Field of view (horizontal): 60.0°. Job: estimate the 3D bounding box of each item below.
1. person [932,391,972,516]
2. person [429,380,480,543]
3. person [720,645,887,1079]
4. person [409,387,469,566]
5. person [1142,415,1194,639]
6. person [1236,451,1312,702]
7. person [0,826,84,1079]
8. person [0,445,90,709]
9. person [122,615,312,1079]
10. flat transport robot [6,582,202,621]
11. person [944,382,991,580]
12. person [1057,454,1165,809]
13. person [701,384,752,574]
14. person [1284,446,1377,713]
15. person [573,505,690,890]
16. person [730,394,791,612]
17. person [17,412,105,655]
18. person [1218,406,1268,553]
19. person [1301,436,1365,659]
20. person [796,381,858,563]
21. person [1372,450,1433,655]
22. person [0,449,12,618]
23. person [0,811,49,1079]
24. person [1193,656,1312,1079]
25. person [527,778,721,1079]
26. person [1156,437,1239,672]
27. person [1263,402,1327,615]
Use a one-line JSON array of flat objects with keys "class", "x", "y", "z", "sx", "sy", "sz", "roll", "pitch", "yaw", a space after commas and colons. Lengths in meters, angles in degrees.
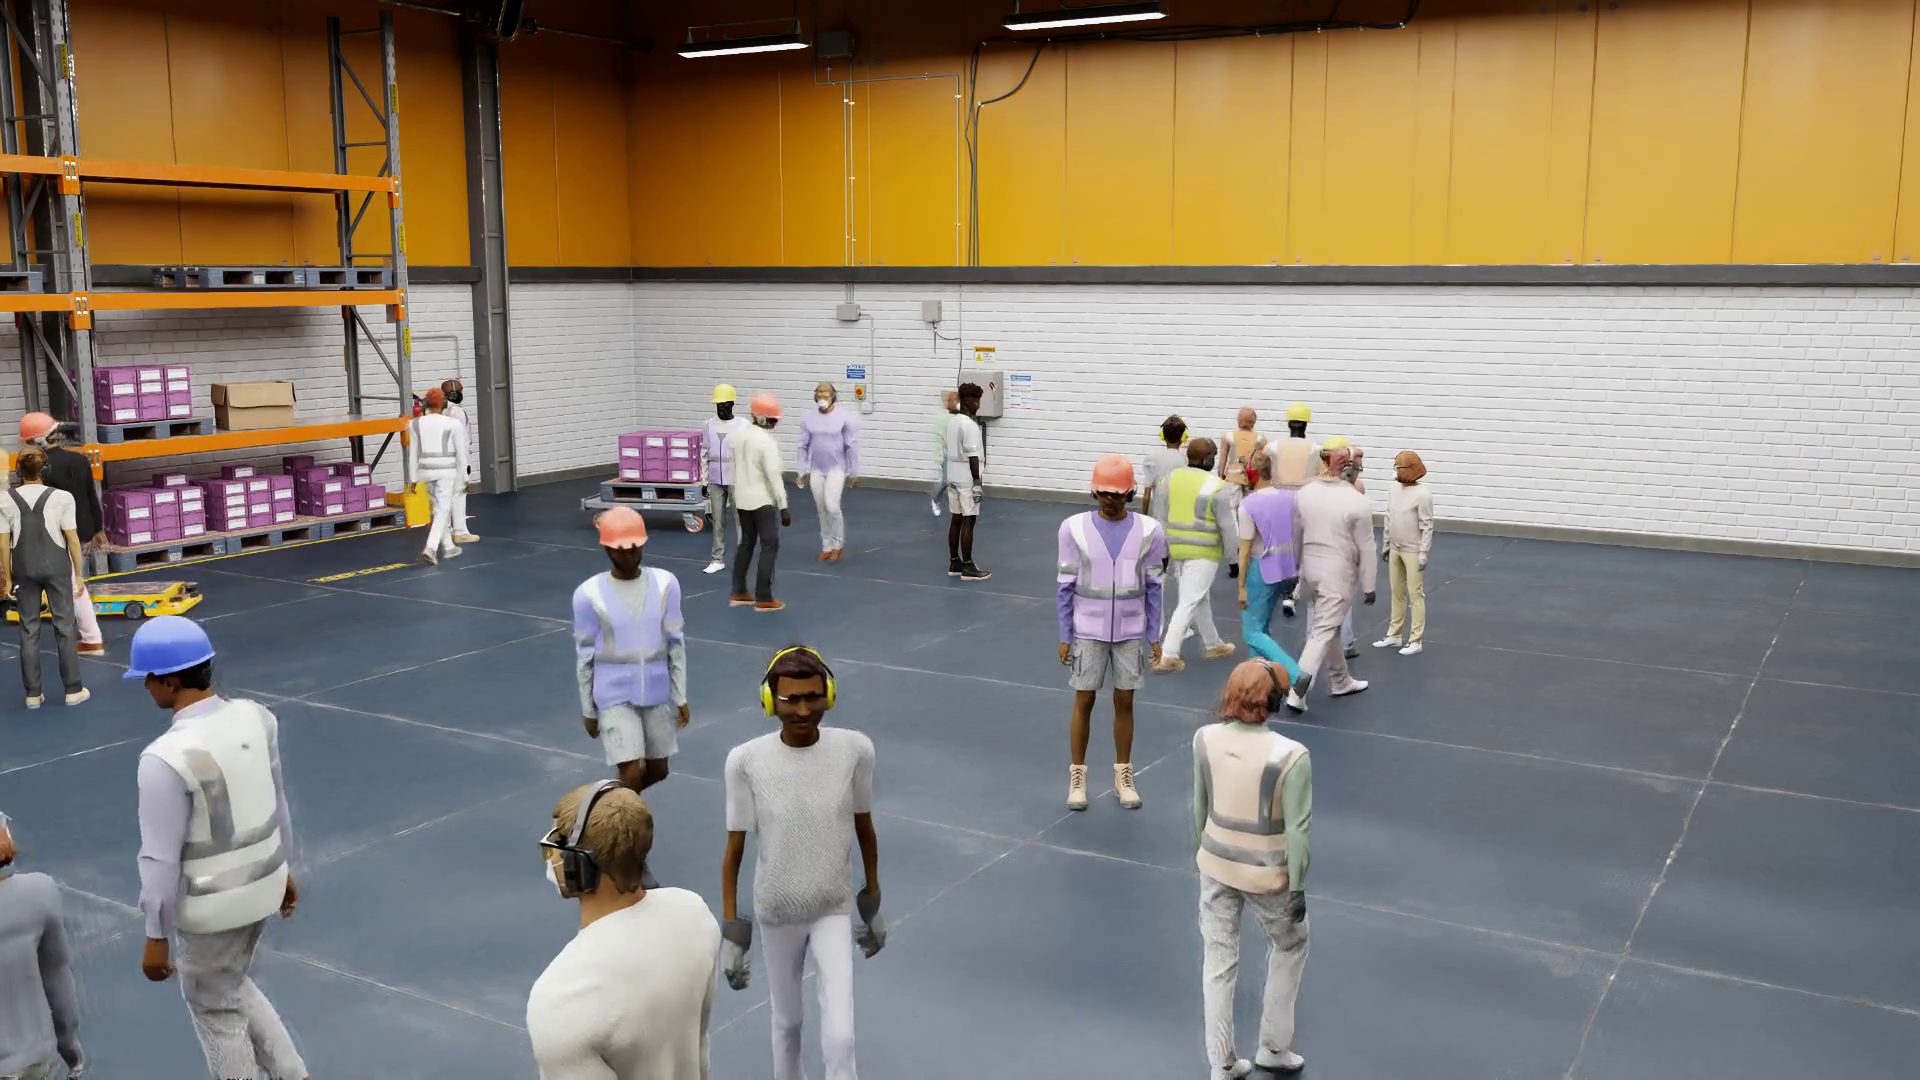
[{"class": "person", "x": -0.098, "y": -1.053, "z": 20.538, "sx": 0.502, "sy": 1.610, "sz": 0.751, "roll": -5, "pitch": 11, "yaw": -30}, {"class": "person", "x": -5.721, "y": -0.891, "z": 18.806, "sx": 0.633, "sy": 1.841, "sz": 0.429, "roll": 8, "pitch": 12, "yaw": 41}, {"class": "person", "x": -0.489, "y": 1.266, "z": 5.357, "sx": 0.565, "sy": 1.828, "sz": 0.868, "roll": -2, "pitch": 9, "yaw": -10}, {"class": "person", "x": -5.479, "y": -0.671, "z": 17.420, "sx": 0.591, "sy": 1.855, "sz": 0.939, "roll": 1, "pitch": 9, "yaw": 8}, {"class": "person", "x": 1.752, "y": -0.102, "z": 13.857, "sx": 0.552, "sy": 1.868, "sz": 0.443, "roll": 1, "pitch": 9, "yaw": 9}, {"class": "person", "x": 2.176, "y": 0.287, "z": 11.557, "sx": 0.584, "sy": 1.814, "sz": 0.694, "roll": -9, "pitch": 13, "yaw": -44}, {"class": "person", "x": -2.693, "y": 1.497, "z": 4.705, "sx": 0.871, "sy": 1.587, "sz": 0.506, "roll": 3, "pitch": 9, "yaw": 16}, {"class": "person", "x": -6.405, "y": 0.258, "z": 11.621, "sx": 0.508, "sy": 1.846, "sz": 0.342, "roll": -3, "pitch": 10, "yaw": -18}, {"class": "person", "x": -2.492, "y": 1.189, "z": 5.553, "sx": 0.461, "sy": 1.924, "sz": 0.634, "roll": 1, "pitch": 9, "yaw": 8}, {"class": "flat transport robot", "x": -7.592, "y": 0.534, "z": 14.793, "sx": 1.431, "sy": 0.197, "sz": 0.652, "roll": -2, "pitch": 9, "yaw": -9}, {"class": "person", "x": 0.065, "y": -0.587, "z": 16.537, "sx": 0.376, "sy": 1.959, "sz": 0.603, "roll": -4, "pitch": 10, "yaw": -25}, {"class": "person", "x": 0.852, "y": 0.521, "z": 9.398, "sx": 0.608, "sy": 2.033, "sz": 0.404, "roll": 0, "pitch": 9, "yaw": -3}, {"class": "person", "x": -2.350, "y": -0.610, "z": 16.782, "sx": 0.585, "sy": 1.927, "sz": 0.366, "roll": 3, "pitch": 10, "yaw": 17}, {"class": "person", "x": 2.573, "y": 0.266, "z": 11.573, "sx": 0.982, "sy": 1.858, "sz": 0.665, "roll": -7, "pitch": 11, "yaw": -36}, {"class": "person", "x": -1.669, "y": 0.750, "z": 8.351, "sx": 0.548, "sy": 1.909, "sz": 0.753, "roll": -5, "pitch": 11, "yaw": -31}, {"class": "person", "x": -1.817, "y": -0.331, "z": 14.972, "sx": 0.393, "sy": 1.948, "sz": 0.666, "roll": -7, "pitch": 11, "yaw": -37}, {"class": "person", "x": -7.112, "y": -0.039, "z": 13.115, "sx": 0.622, "sy": 1.956, "sz": 0.634, "roll": 2, "pitch": 9, "yaw": 14}, {"class": "person", "x": 3.029, "y": -0.620, "z": 17.810, "sx": 0.521, "sy": 1.615, "sz": 0.667, "roll": 1, "pitch": 9, "yaw": 5}, {"class": "person", "x": 2.935, "y": 0.061, "z": 13.114, "sx": 0.523, "sy": 1.763, "sz": 0.329, "roll": 5, "pitch": 10, "yaw": 27}, {"class": "person", "x": -1.388, "y": -0.695, "z": 17.348, "sx": 0.627, "sy": 1.920, "sz": 0.609, "roll": 4, "pitch": 10, "yaw": 23}, {"class": "person", "x": 3.561, "y": 0.096, "z": 13.292, "sx": 0.285, "sy": 1.632, "sz": 0.499, "roll": -4, "pitch": 10, "yaw": -24}, {"class": "person", "x": -8.486, "y": -0.202, "z": 14.331, "sx": 0.581, "sy": 1.903, "sz": 0.921, "roll": 0, "pitch": 9, "yaw": -3}, {"class": "person", "x": -3.248, "y": 1.259, "z": 5.479, "sx": 0.622, "sy": 1.803, "sz": 0.703, "roll": 6, "pitch": 11, "yaw": 32}, {"class": "person", "x": 1.109, "y": 1.232, "z": 6.213, "sx": 0.538, "sy": 1.617, "sz": 0.541, "roll": 8, "pitch": 12, "yaw": 40}, {"class": "person", "x": -0.758, "y": 1.475, "z": 3.729, "sx": 0.370, "sy": 1.941, "sz": 0.627, "roll": 3, "pitch": 10, "yaw": 19}, {"class": "person", "x": 1.829, "y": 0.103, "z": 12.769, "sx": 0.974, "sy": 1.793, "sz": 0.645, "roll": -8, "pitch": 12, "yaw": -39}, {"class": "person", "x": 3.011, "y": -0.292, "z": 14.951, "sx": 0.604, "sy": 1.884, "sz": 0.971, "roll": 4, "pitch": 10, "yaw": 22}]
